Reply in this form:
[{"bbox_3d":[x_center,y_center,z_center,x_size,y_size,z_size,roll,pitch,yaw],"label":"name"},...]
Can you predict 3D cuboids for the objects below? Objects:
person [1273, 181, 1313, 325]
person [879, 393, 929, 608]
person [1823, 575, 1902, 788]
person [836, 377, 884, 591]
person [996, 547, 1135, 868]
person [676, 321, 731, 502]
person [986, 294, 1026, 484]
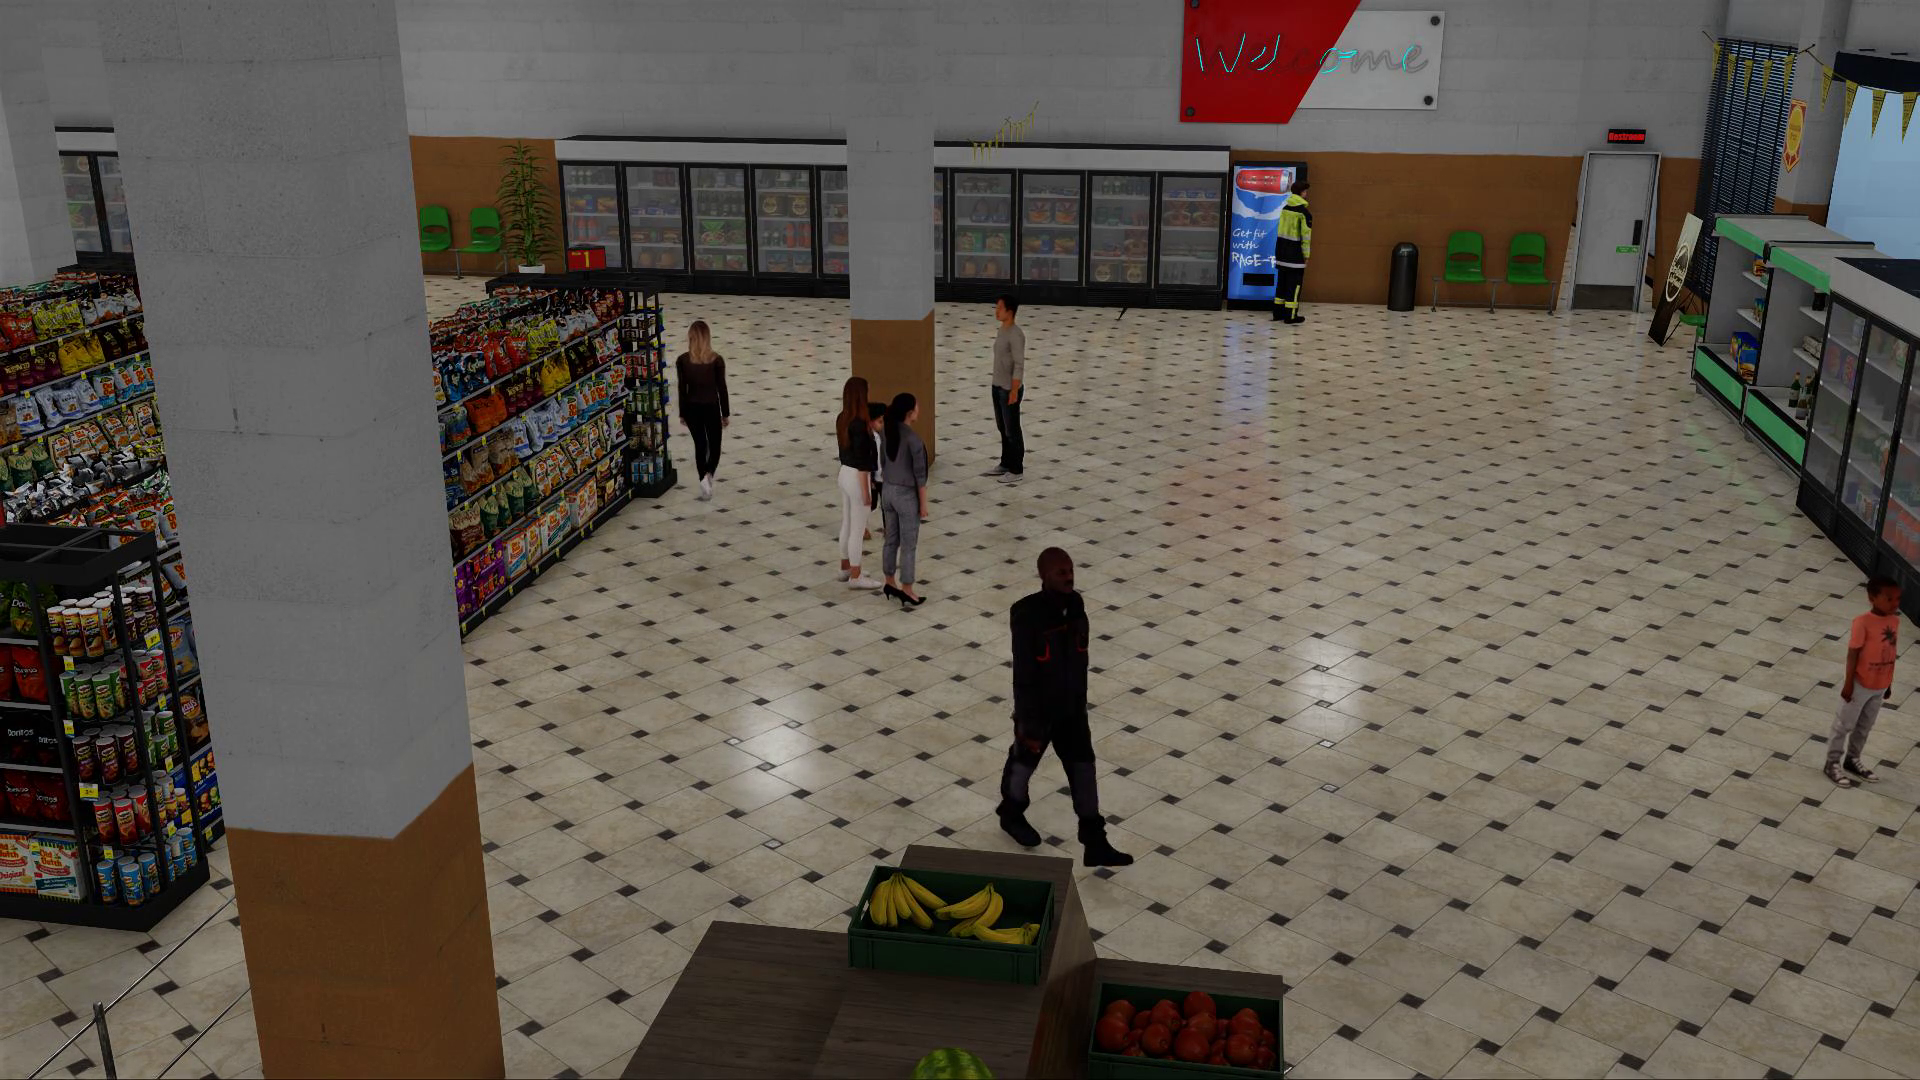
[{"bbox_3d":[4.689,-4.076,23.484,0.919,1.981,0.831,-10,21,-28],"label":"person"},{"bbox_3d":[-0.454,-0.309,12.790,0.751,1.675,0.718,-17,25,-42],"label":"person"},{"bbox_3d":[5.438,0.828,9.990,0.560,1.310,0.576,-5,19,-15],"label":"person"},{"bbox_3d":[-0.833,-0.459,13.195,0.749,1.701,0.639,-7,20,-21],"label":"person"},{"bbox_3d":[0.416,0.887,9.074,1.229,1.784,1.270,-14,23,-35],"label":"person"},{"bbox_3d":[-2.359,-1.129,15.209,0.693,1.684,0.940,1,19,2],"label":"person"},{"bbox_3d":[0.473,-1.469,16.018,0.800,1.811,0.662,-6,20,-18],"label":"person"}]
